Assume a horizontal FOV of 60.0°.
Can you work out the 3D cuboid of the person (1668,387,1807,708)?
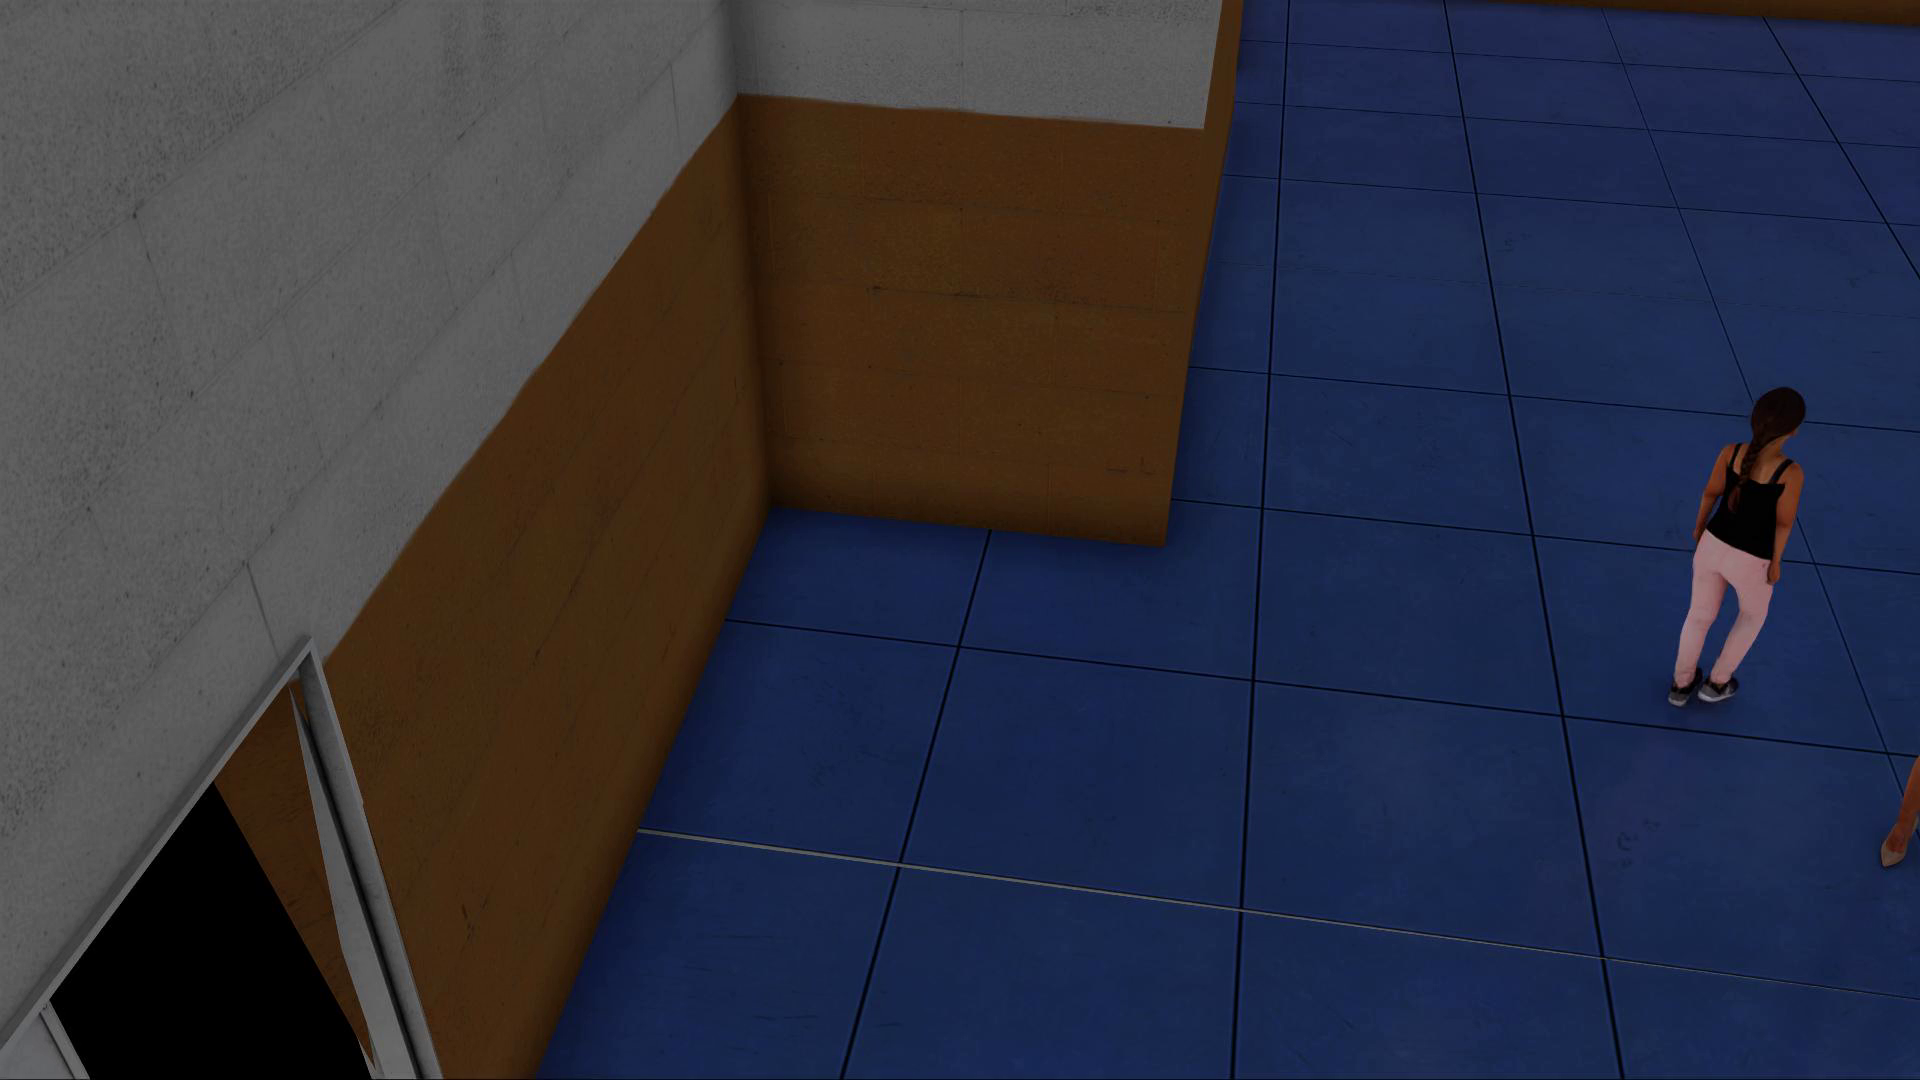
[{"bbox_3d":[3.165,0.089,6.834,0.635,1.558,0.712,31,47,34],"label":"person"}]
